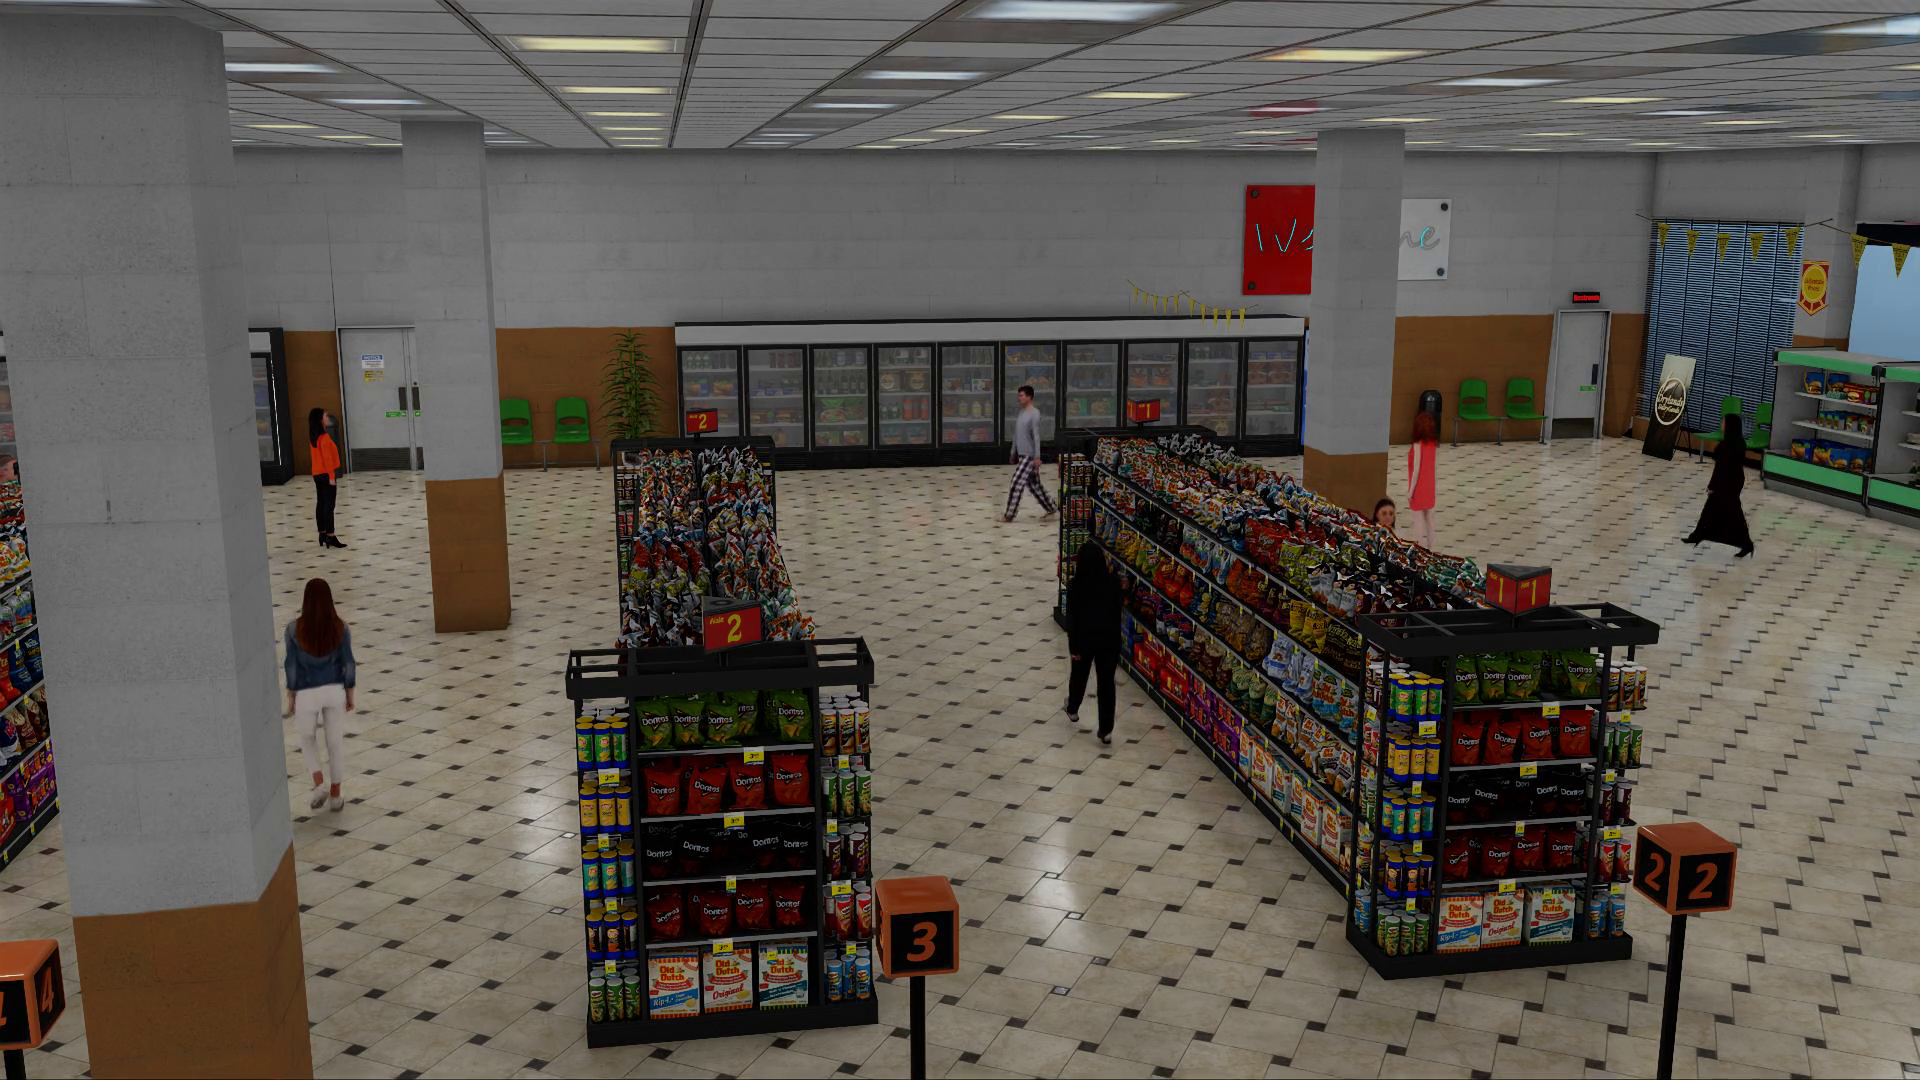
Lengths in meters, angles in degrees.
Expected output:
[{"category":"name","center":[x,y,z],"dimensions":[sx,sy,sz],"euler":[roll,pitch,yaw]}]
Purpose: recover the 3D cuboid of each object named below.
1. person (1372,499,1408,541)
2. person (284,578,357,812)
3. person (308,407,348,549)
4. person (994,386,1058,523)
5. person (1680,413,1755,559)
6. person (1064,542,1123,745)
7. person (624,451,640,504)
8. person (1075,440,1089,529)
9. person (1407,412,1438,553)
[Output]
[{"category":"person","center":[3.763,0.457,14.942],"dimensions":[0.632,1.669,0.997],"euler":[-1,12,-7]},{"category":"person","center":[-4.490,1.129,11.698],"dimensions":[0.722,1.690,0.789],"euler":[-5,13,-24]},{"category":"person","center":[-7.880,-0.778,20.615],"dimensions":[0.766,1.749,0.657],"euler":[-10,15,-39]},{"category":"person","center":[0.975,-1.111,22.077],"dimensions":[0.894,1.798,1.168],"euler":[-5,13,-23]},{"category":"person","center":[9.298,-0.605,19.908],"dimensions":[1.185,1.701,1.116],"euler":[9,15,35]},{"category":"person","center":[1.112,0.855,13.302],"dimensions":[0.636,1.566,1.052],"euler":[-2,12,-9]},{"category":"person","center":[-4.028,-0.521,20.598],"dimensions":[0.734,1.253,0.898],"euler":[-9,15,-35]},{"category":"person","center":[1.361,-0.323,18.746],"dimensions":[0.811,1.629,0.708],"euler":[5,13,23]},{"category":"person","center":[5.438,-0.595,19.555],"dimensions":[0.683,1.826,0.688],"euler":[-10,16,-40]}]
